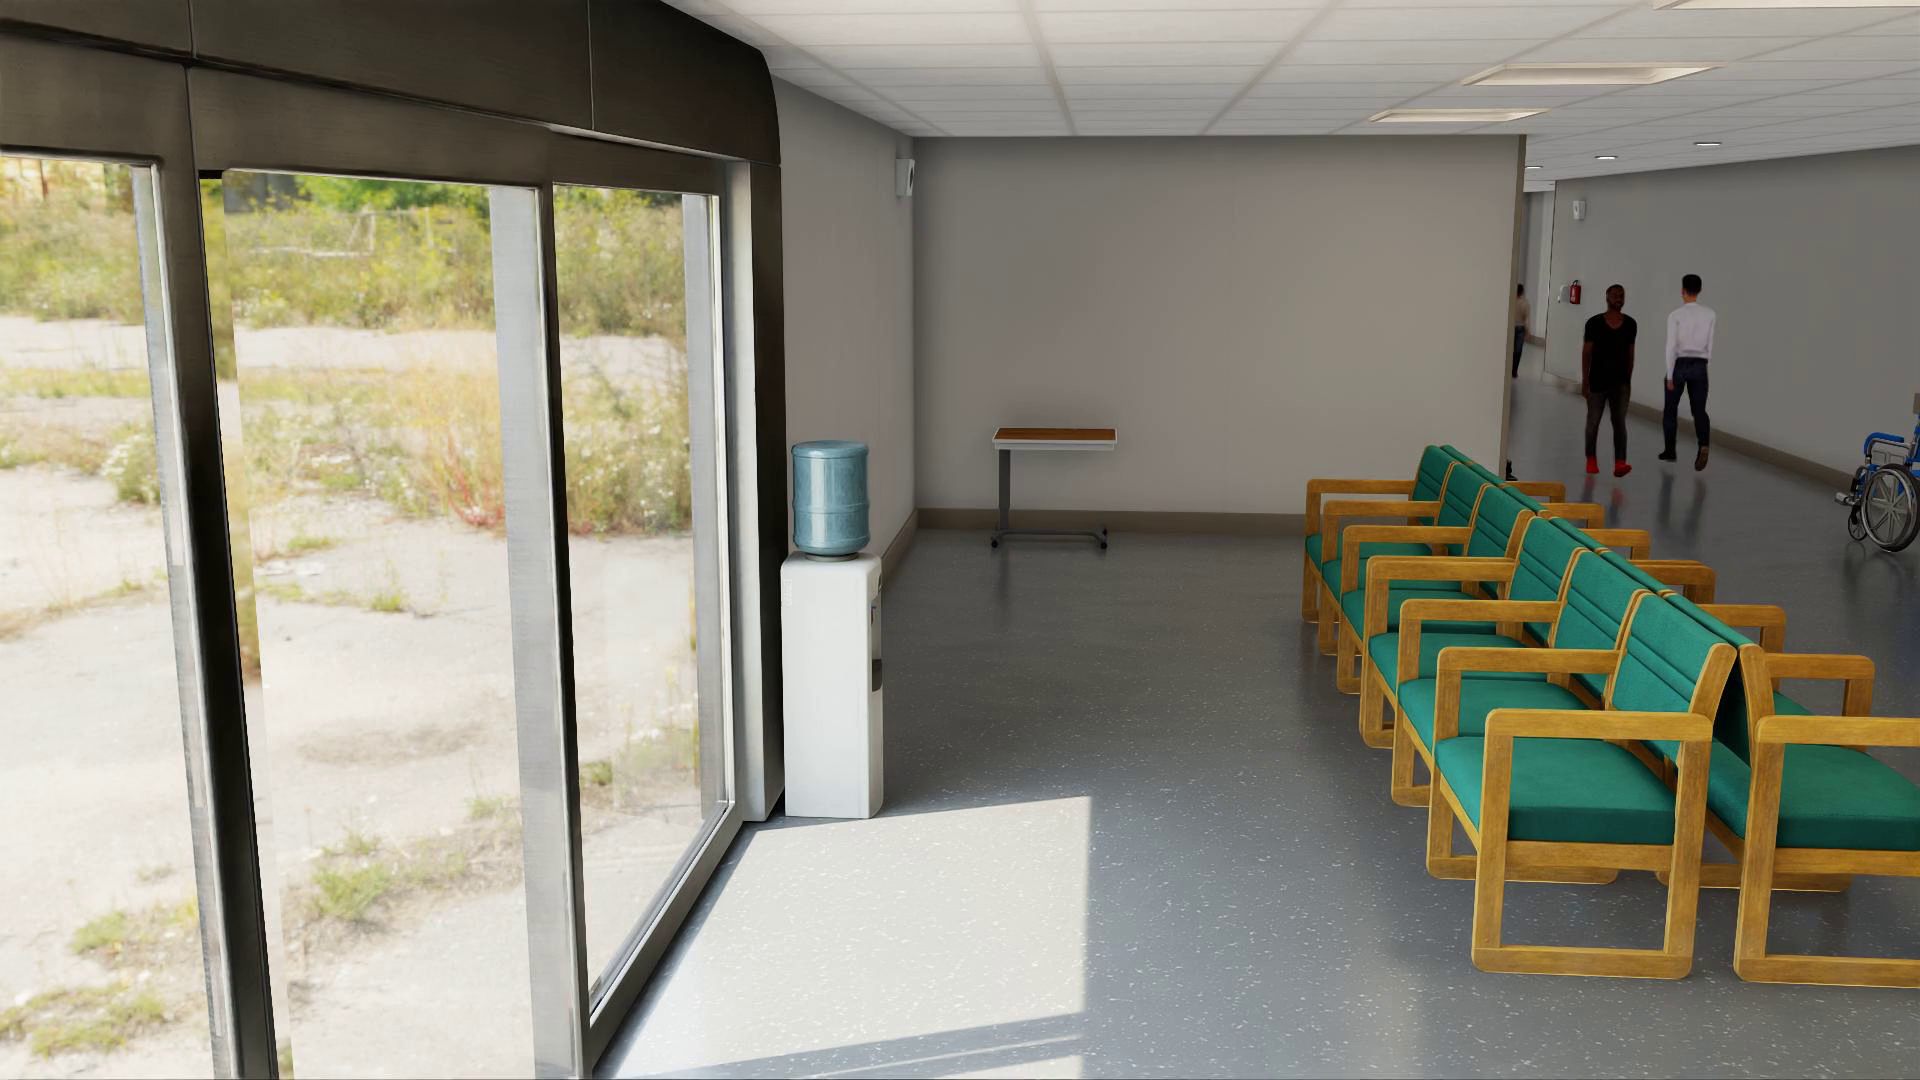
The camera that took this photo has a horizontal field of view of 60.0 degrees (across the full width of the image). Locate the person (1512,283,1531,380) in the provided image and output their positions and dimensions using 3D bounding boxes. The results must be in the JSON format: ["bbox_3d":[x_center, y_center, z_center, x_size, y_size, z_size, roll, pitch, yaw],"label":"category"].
[{"bbox_3d":[8.458,-3.169,25.358,0.664,1.454,0.718,5,12,25],"label":"person"}]

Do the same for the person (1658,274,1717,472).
[{"bbox_3d":[7.008,-1.593,15.903,1.113,1.844,0.691,1,11,7],"label":"person"}]

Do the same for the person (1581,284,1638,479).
[{"bbox_3d":[6.004,-1.459,15.517,1.090,1.765,0.752,2,11,9],"label":"person"}]
